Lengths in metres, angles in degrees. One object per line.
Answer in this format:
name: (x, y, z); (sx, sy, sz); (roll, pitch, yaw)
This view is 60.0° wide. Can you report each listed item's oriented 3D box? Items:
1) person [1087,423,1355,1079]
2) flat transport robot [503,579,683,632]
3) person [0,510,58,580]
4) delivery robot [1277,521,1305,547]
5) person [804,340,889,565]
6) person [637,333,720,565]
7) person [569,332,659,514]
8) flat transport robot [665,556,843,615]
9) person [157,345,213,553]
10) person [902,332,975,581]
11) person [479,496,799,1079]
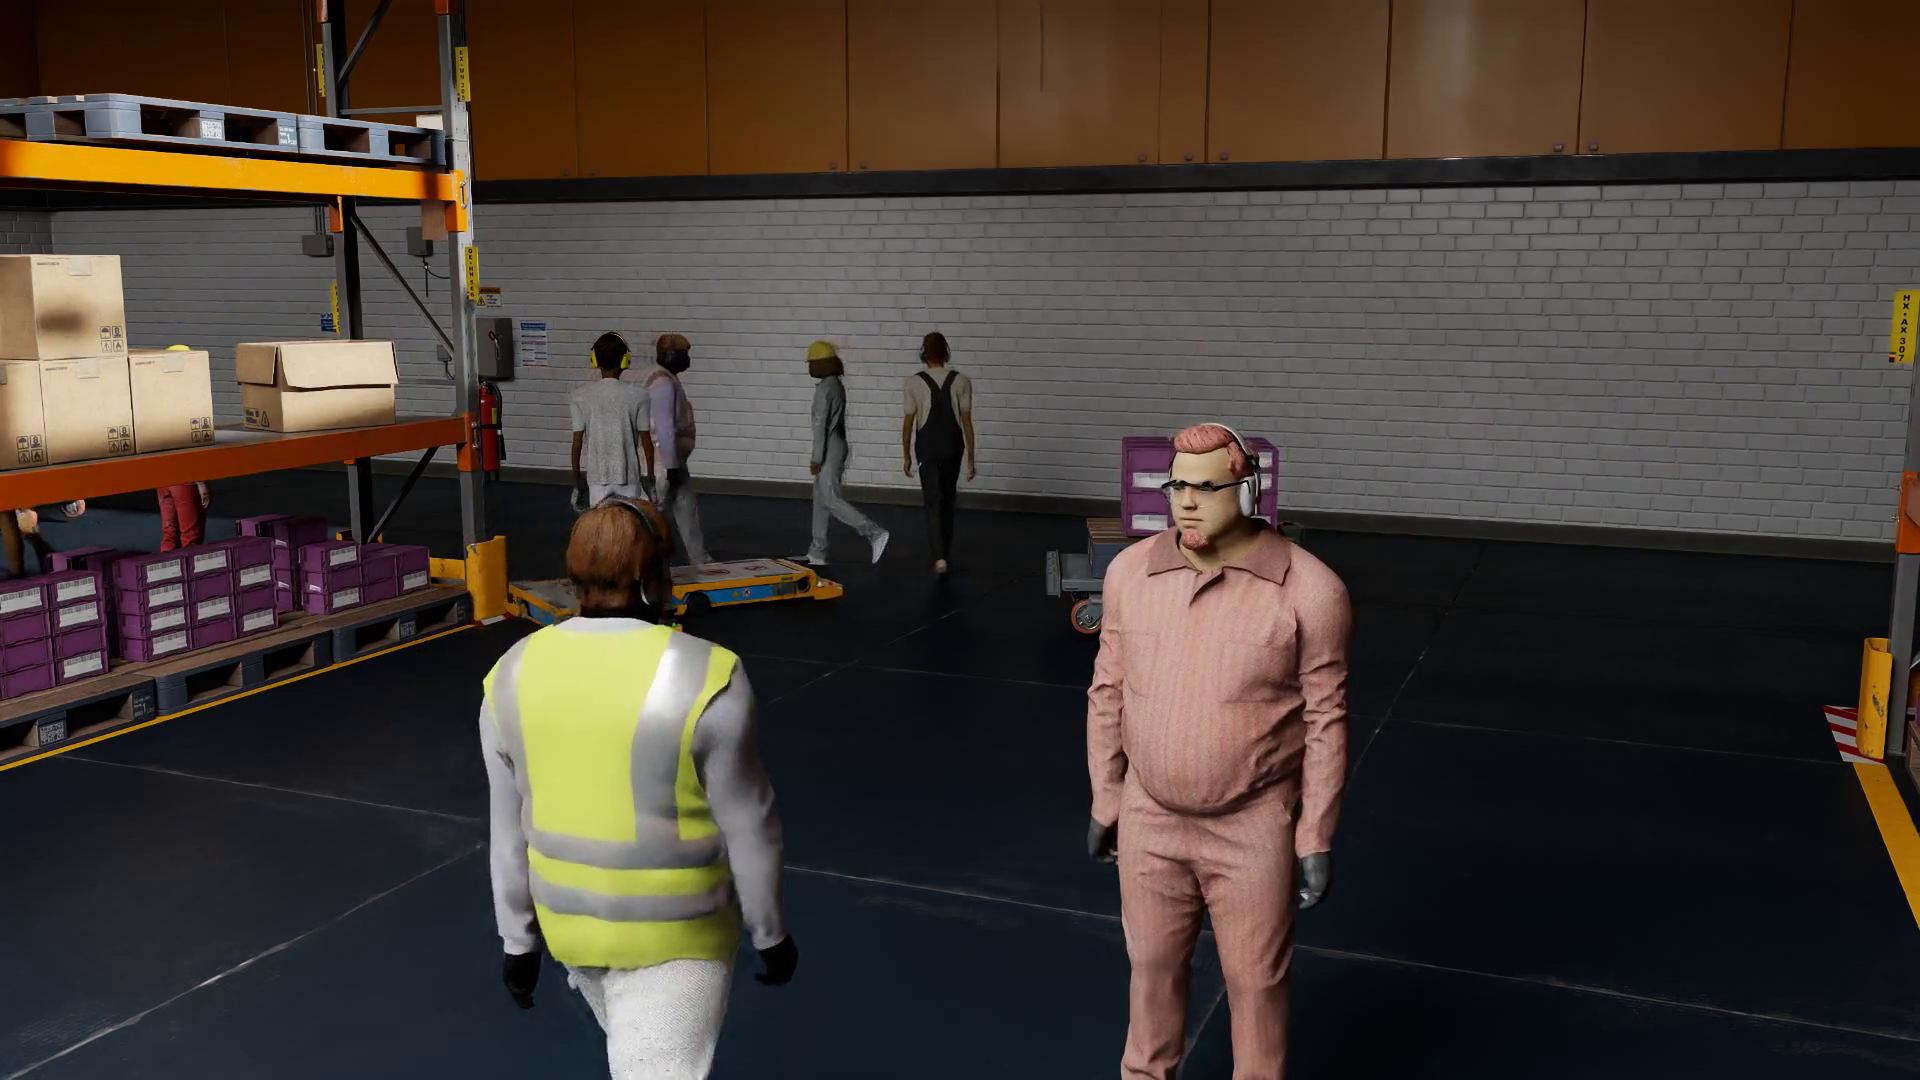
person: (0.590, 0.669, 3.998); (0.652, 1.906, 0.402); (5, 11, 29)
flat transport robot: (-2.321, 0.427, 10.407); (0.652, 0.197, 1.431); (-6, 11, -32)
person: (-6.473, -0.546, 11.302); (0.454, 1.924, 0.574); (-2, 10, -13)
delivery robot: (2.090, -0.011, 11.916); (0.707, 0.478, 0.477); (0, 9, -1)
person: (-0.896, -0.637, 12.497); (0.727, 1.713, 0.530); (1, 9, 8)
person: (-2.185, -0.594, 12.034); (0.940, 1.804, 0.636); (-2, 9, -9)
person: (-2.121, -0.335, 10.194); (0.535, 1.868, 0.309); (-1, 9, -7)
flat transport robot: (-1.571, 0.301, 11.166); (1.431, 0.197, 0.652); (-5, 11, -30)
person: (-4.944, -0.354, 10.614); (0.523, 1.769, 0.316); (7, 11, 35)
person: (-0.149, -0.616, 12.160); (0.507, 1.796, 0.958); (-2, 10, -10)
person: (-0.698, 0.810, 3.458); (0.623, 1.805, 0.920); (5, 10, 26)
